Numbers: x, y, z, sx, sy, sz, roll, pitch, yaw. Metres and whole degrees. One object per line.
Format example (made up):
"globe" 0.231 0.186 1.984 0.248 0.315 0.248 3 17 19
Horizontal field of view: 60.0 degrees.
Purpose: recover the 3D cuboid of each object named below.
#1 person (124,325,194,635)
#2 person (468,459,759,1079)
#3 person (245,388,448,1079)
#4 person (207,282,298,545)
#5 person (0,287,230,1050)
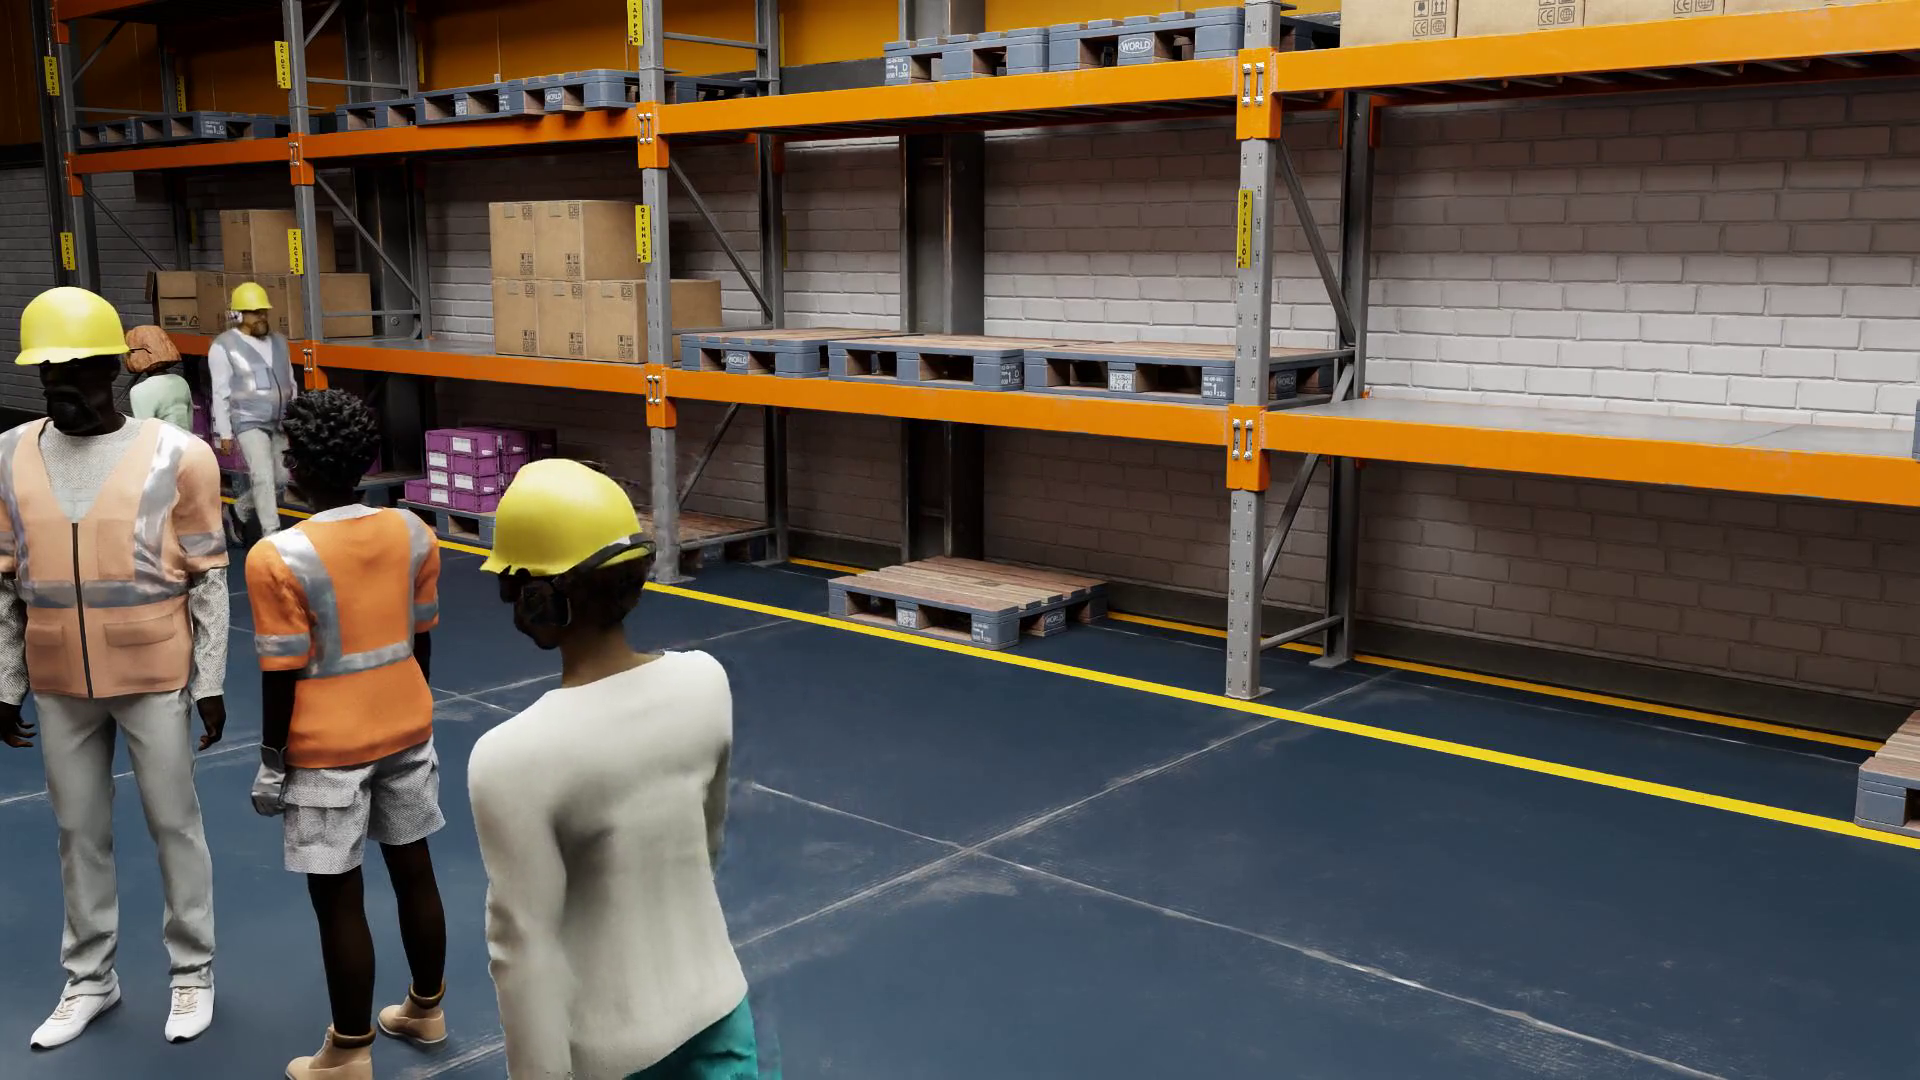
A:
"person" -4.166 -0.308 8.729 0.288 1.626 0.497 0 10 2
"person" -0.518 0.729 2.562 0.925 1.718 0.538 8 12 37
"person" -1.462 0.486 3.994 0.319 1.697 0.532 5 11 27
"person" -4.613 -0.776 10.853 0.728 1.807 0.600 5 11 26
"person" -2.154 0.332 4.215 0.588 1.927 0.369 -1 10 -5
